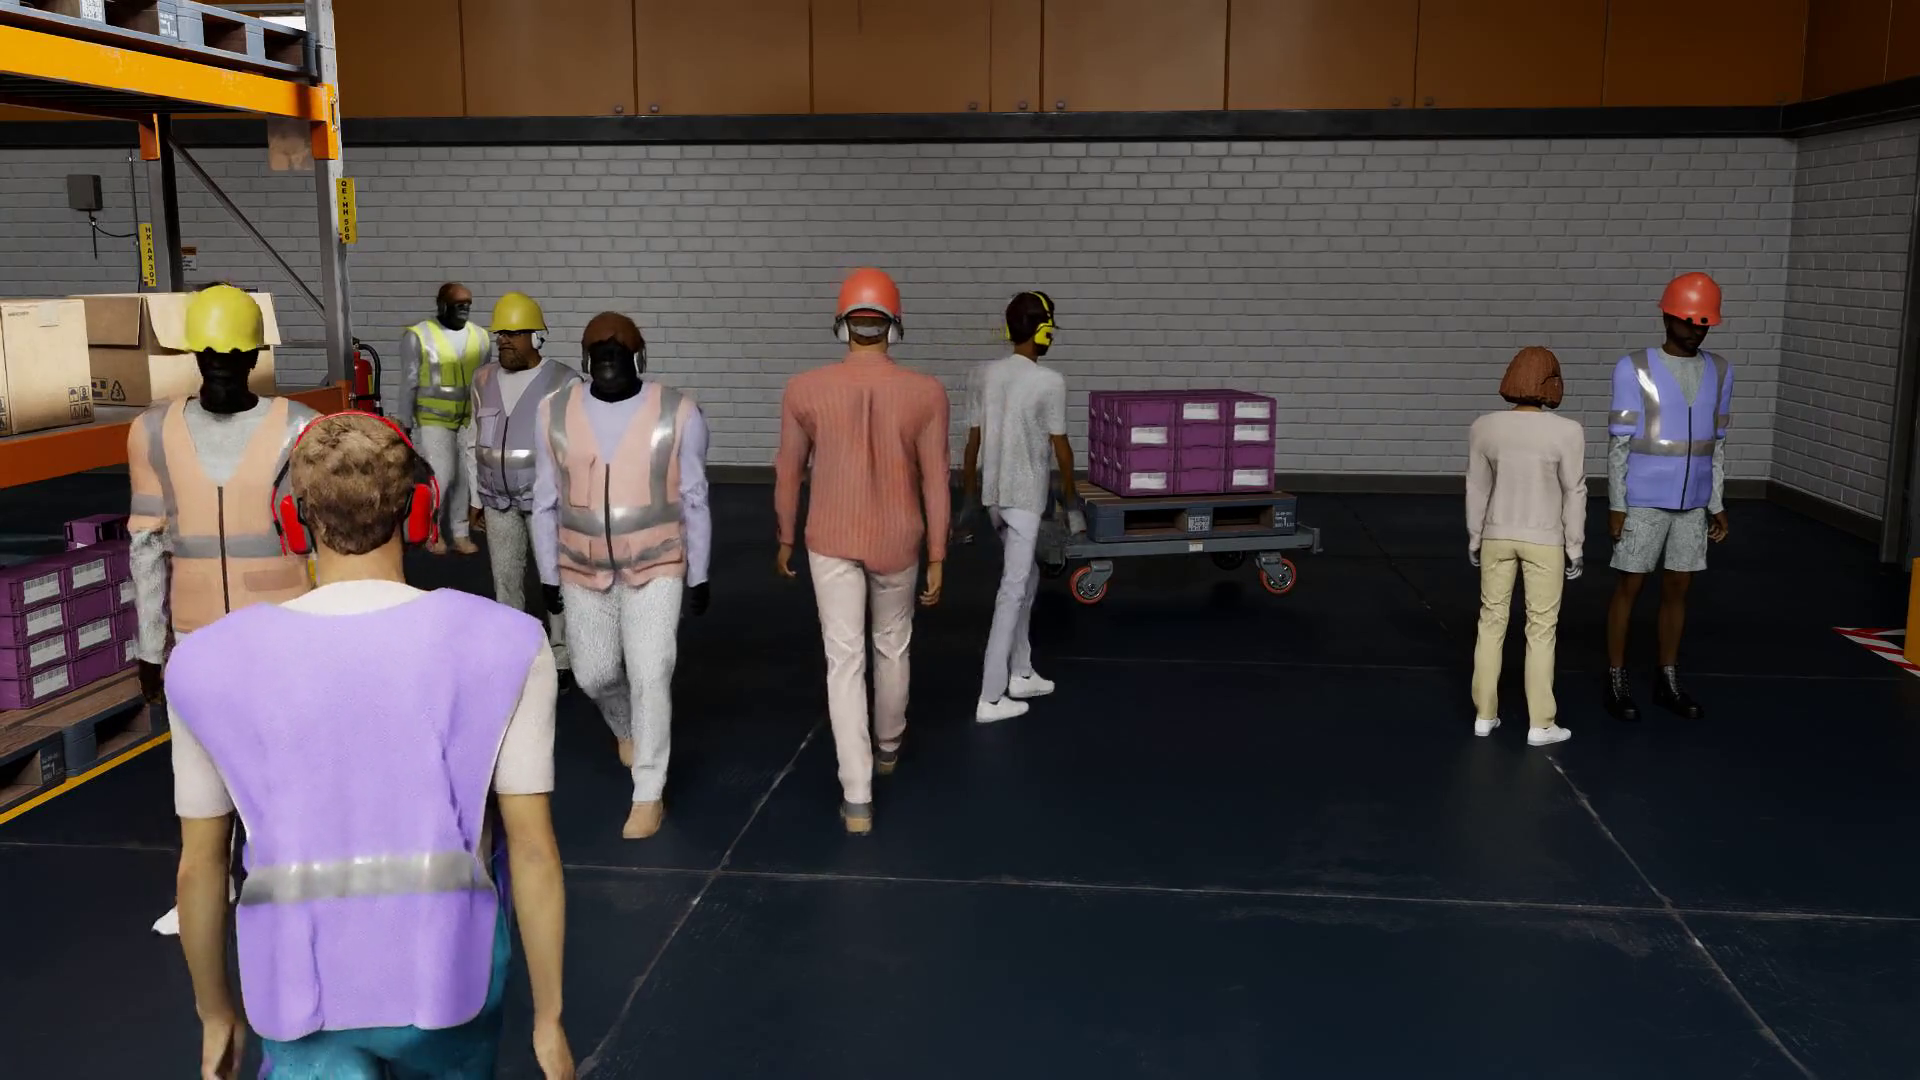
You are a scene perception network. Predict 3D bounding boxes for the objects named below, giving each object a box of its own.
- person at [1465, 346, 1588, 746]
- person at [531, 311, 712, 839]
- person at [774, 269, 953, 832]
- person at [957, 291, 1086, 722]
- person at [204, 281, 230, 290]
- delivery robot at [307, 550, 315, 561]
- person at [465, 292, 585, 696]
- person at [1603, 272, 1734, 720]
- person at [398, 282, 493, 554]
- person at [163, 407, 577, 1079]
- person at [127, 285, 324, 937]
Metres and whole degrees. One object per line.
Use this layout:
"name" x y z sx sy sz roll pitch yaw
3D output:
"person" 2.318 0.024 6.837 0.499 1.634 0.279 8 13 40
"person" -1.195 0.088 5.967 0.633 1.823 0.737 0 10 1
"person" -0.357 0.001 6.062 0.632 1.938 1.003 -1 10 -5
"person" 0.312 -0.148 7.229 0.739 1.837 0.499 -9 13 -41
"person" -4.705 -0.772 10.882 0.530 1.828 0.687 3 10 16
"delivery robot" -3.660 0.039 9.570 0.477 0.478 0.707 9 13 41
"person" -1.976 -0.201 7.557 0.590 1.833 0.404 2 10 12
"person" 3.053 -0.177 7.150 0.543 1.928 0.374 -1 10 -7
"person" -3.358 -0.781 10.941 0.467 1.812 0.656 9 14 43
"person" -0.887 0.703 2.536 0.574 1.792 1.013 -3 10 -14
"person" -2.136 0.225 4.900 0.659 1.920 0.374 -1 10 -8
